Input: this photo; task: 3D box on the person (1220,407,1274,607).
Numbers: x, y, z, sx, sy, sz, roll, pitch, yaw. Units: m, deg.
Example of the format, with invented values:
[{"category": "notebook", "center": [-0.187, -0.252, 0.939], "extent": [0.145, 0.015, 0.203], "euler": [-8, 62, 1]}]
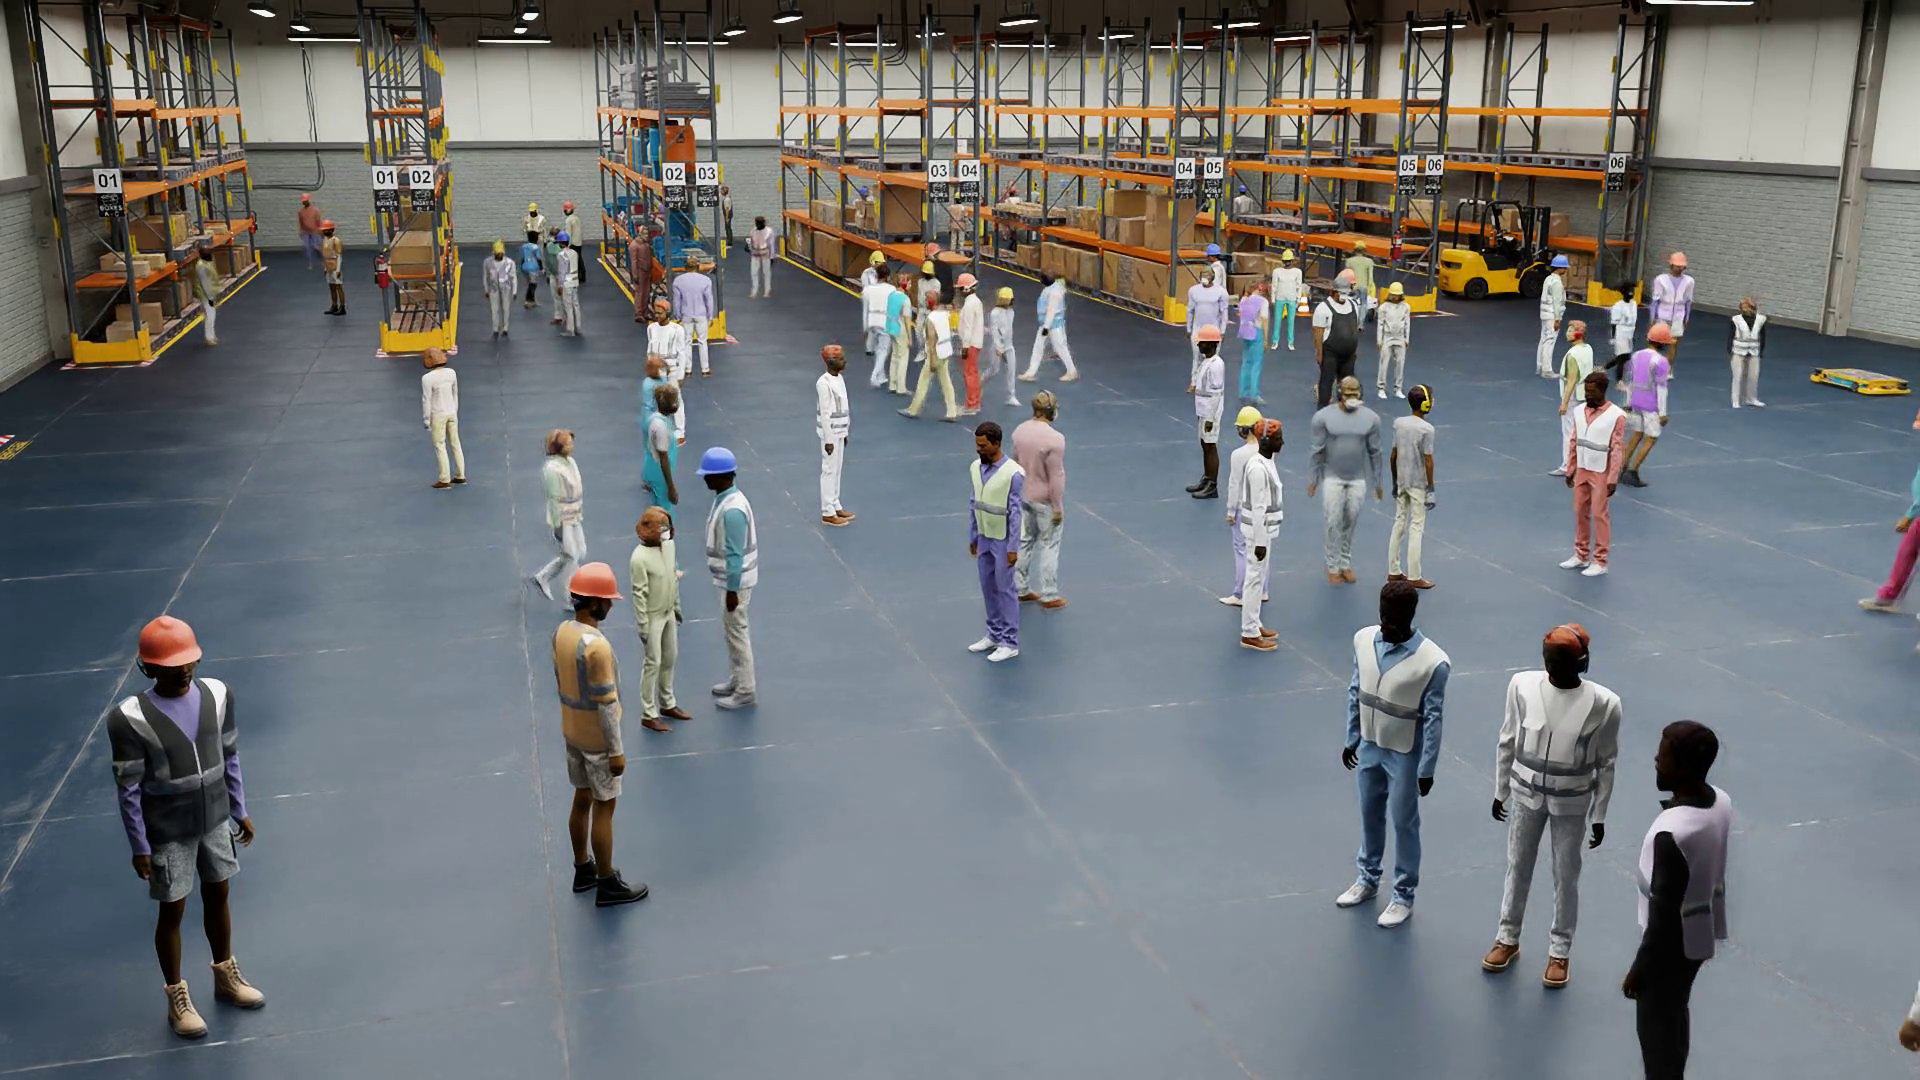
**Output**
[{"category": "person", "center": [2.525, -0.296, 14.594], "extent": [0.528, 1.760, 0.331], "euler": [-12, 19, -37]}]

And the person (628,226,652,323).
[{"category": "person", "center": [-6.313, -5.288, 33.127], "extent": [0.401, 1.893, 0.652], "euler": [5, 16, 19]}]

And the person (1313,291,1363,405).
[{"category": "person", "center": [5.541, -2.805, 24.181], "extent": [0.673, 1.674, 0.548], "euler": [10, 18, 33]}]

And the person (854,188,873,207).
[{"category": "person", "center": [-2.691, -8.936, 46.791], "extent": [0.642, 1.917, 0.649], "euler": [-4, 15, -15]}]

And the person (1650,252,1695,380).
[{"category": "person", "center": [11.325, -3.594, 26.512], "extent": [0.615, 2.015, 0.874], "euler": [3, 15, 12]}]

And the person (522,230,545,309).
[{"category": "person", "center": [-9.105, -5.709, 35.150], "extent": [0.546, 1.652, 0.648], "euler": [13, 20, 40]}]

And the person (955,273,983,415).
[{"category": "person", "center": [0.129, -2.760, 23.450], "extent": [0.411, 1.980, 0.625], "euler": [2, 15, 9]}]

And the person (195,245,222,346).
[{"category": "person", "center": [-13.550, -4.427, 30.076], "extent": [0.433, 1.810, 0.763], "euler": [-4, 15, -14]}]

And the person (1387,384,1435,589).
[{"category": "person", "center": [4.117, -0.485, 15.087], "extent": [0.326, 1.874, 0.518], "euler": [-8, 17, -29]}]

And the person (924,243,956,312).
[{"category": "person", "center": [-0.369, -4.109, 28.547], "extent": [0.551, 1.960, 0.633], "euler": [13, 19, 39]}]

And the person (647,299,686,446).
[{"category": "person", "center": [-3.751, -2.132, 21.270], "extent": [0.574, 1.880, 0.358], "euler": [8, 17, 27]}]

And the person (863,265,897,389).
[{"category": "person", "center": [-1.234, -3.290, 25.633], "extent": [0.591, 1.885, 0.834], "euler": [7, 17, 25]}]

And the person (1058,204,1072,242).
[{"category": "person", "center": [2.848, -8.160, 44.422], "extent": [0.537, 1.625, 0.388], "euler": [-3, 15, -12]}]

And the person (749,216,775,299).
[{"category": "person", "center": [-4.429, -6.270, 36.957], "extent": [0.641, 1.816, 0.747], "euler": [4, 15, 13]}]

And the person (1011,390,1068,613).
[{"category": "person", "center": [0.689, -0.344, 14.446], "extent": [0.369, 1.928, 0.629], "euler": [-12, 19, -37]}]

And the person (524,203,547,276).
[{"category": "person", "center": [-10.623, -7.513, 41.633], "extent": [0.598, 1.824, 0.403], "euler": [2, 15, 8]}]

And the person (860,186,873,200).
[{"category": "person", "center": [-2.750, -9.538, 49.191], "extent": [0.506, 1.859, 0.333], "euler": [9, 17, 31]}]

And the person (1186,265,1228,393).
[{"category": "person", "center": [3.698, -3.154, 24.999], "extent": [0.634, 1.938, 0.355], "euler": [7, 16, 25]}]

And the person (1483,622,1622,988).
[{"category": "person", "center": [2.951, 1.307, 8.315], "extent": [0.573, 1.886, 0.353], "euler": [10, 18, 33]}]

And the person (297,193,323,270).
[{"category": "person", "center": [-16.852, -7.994, 43.137], "extent": [0.638, 1.974, 0.485], "euler": [1, 15, 2]}]

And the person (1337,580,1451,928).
[{"category": "person", "center": [2.335, 1.124, 8.963], "extent": [0.397, 1.911, 0.587], "euler": [-11, 19, -36]}]

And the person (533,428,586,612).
[{"category": "person", "center": [-3.460, -0.167, 14.364], "extent": [0.526, 1.626, 0.518], "euler": [3, 15, 10]}]

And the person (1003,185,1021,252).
[{"category": "person", "center": [1.561, -9.364, 48.462], "extent": [0.541, 1.908, 0.898], "euler": [-8, 17, -26]}]

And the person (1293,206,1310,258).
[{"category": "person", "center": [8.845, -7.847, 43.012], "extent": [0.342, 1.760, 0.530], "euler": [-10, 18, -33]}]

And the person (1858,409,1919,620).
[{"category": "person", "center": [8.144, -0.225, 14.005], "extent": [0.727, 1.932, 0.661], "euler": [7, 16, 23]}]

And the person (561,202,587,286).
[{"category": "person", "center": [-9.203, -7.021, 39.492], "extent": [0.432, 1.982, 0.629], "euler": [3, 15, 13]}]

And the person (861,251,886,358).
[{"category": "person", "center": [-1.435, -4.060, 28.643], "extent": [0.586, 1.824, 0.404], "euler": [-14, 20, -43]}]

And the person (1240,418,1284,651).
[{"category": "person", "center": [2.441, -0.053, 13.439], "extent": [0.347, 1.882, 0.584], "euler": [3, 15, 13]}]

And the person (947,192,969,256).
[{"category": "person", "center": [-0.039, -8.338, 44.530], "extent": [0.593, 1.926, 0.366], "euler": [5, 16, 19]}]

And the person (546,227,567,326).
[{"category": "person", "center": [-7.867, -5.170, 32.615], "extent": [0.625, 1.931, 0.375], "euler": [12, 19, 38]}]

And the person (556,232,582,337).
[{"category": "person", "center": [-7.341, -4.779, 31.098], "extent": [0.404, 1.945, 0.615], "euler": [5, 16, 17]}]

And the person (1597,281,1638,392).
[{"category": "person", "center": [10.039, -3.120, 25.358], "extent": [0.535, 1.679, 0.604], "euler": [-11, 19, -36]}]

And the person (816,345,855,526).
[{"category": "person", "center": [-1.308, -1.095, 17.358], "extent": [0.355, 1.884, 0.575], "euler": [3, 15, 10]}]

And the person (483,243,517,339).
[{"category": "person", "center": [-8.502, -4.603, 30.765], "extent": [0.617, 1.767, 1.003], "euler": [-3, 15, -11]}]

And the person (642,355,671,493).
[{"category": "person", "center": [-3.407, -1.299, 18.670], "extent": [0.464, 1.591, 0.534], "euler": [6, 16, 21]}]

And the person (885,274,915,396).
[{"category": "person", "center": [-0.902, -3.056, 24.841], "extent": [0.395, 1.833, 0.575], "euler": [-9, 17, -30]}]

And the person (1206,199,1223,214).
[{"category": "person", "center": [7.850, -10.057, 51.460], "extent": [0.536, 1.692, 0.319], "euler": [-1, 15, -3]}]
